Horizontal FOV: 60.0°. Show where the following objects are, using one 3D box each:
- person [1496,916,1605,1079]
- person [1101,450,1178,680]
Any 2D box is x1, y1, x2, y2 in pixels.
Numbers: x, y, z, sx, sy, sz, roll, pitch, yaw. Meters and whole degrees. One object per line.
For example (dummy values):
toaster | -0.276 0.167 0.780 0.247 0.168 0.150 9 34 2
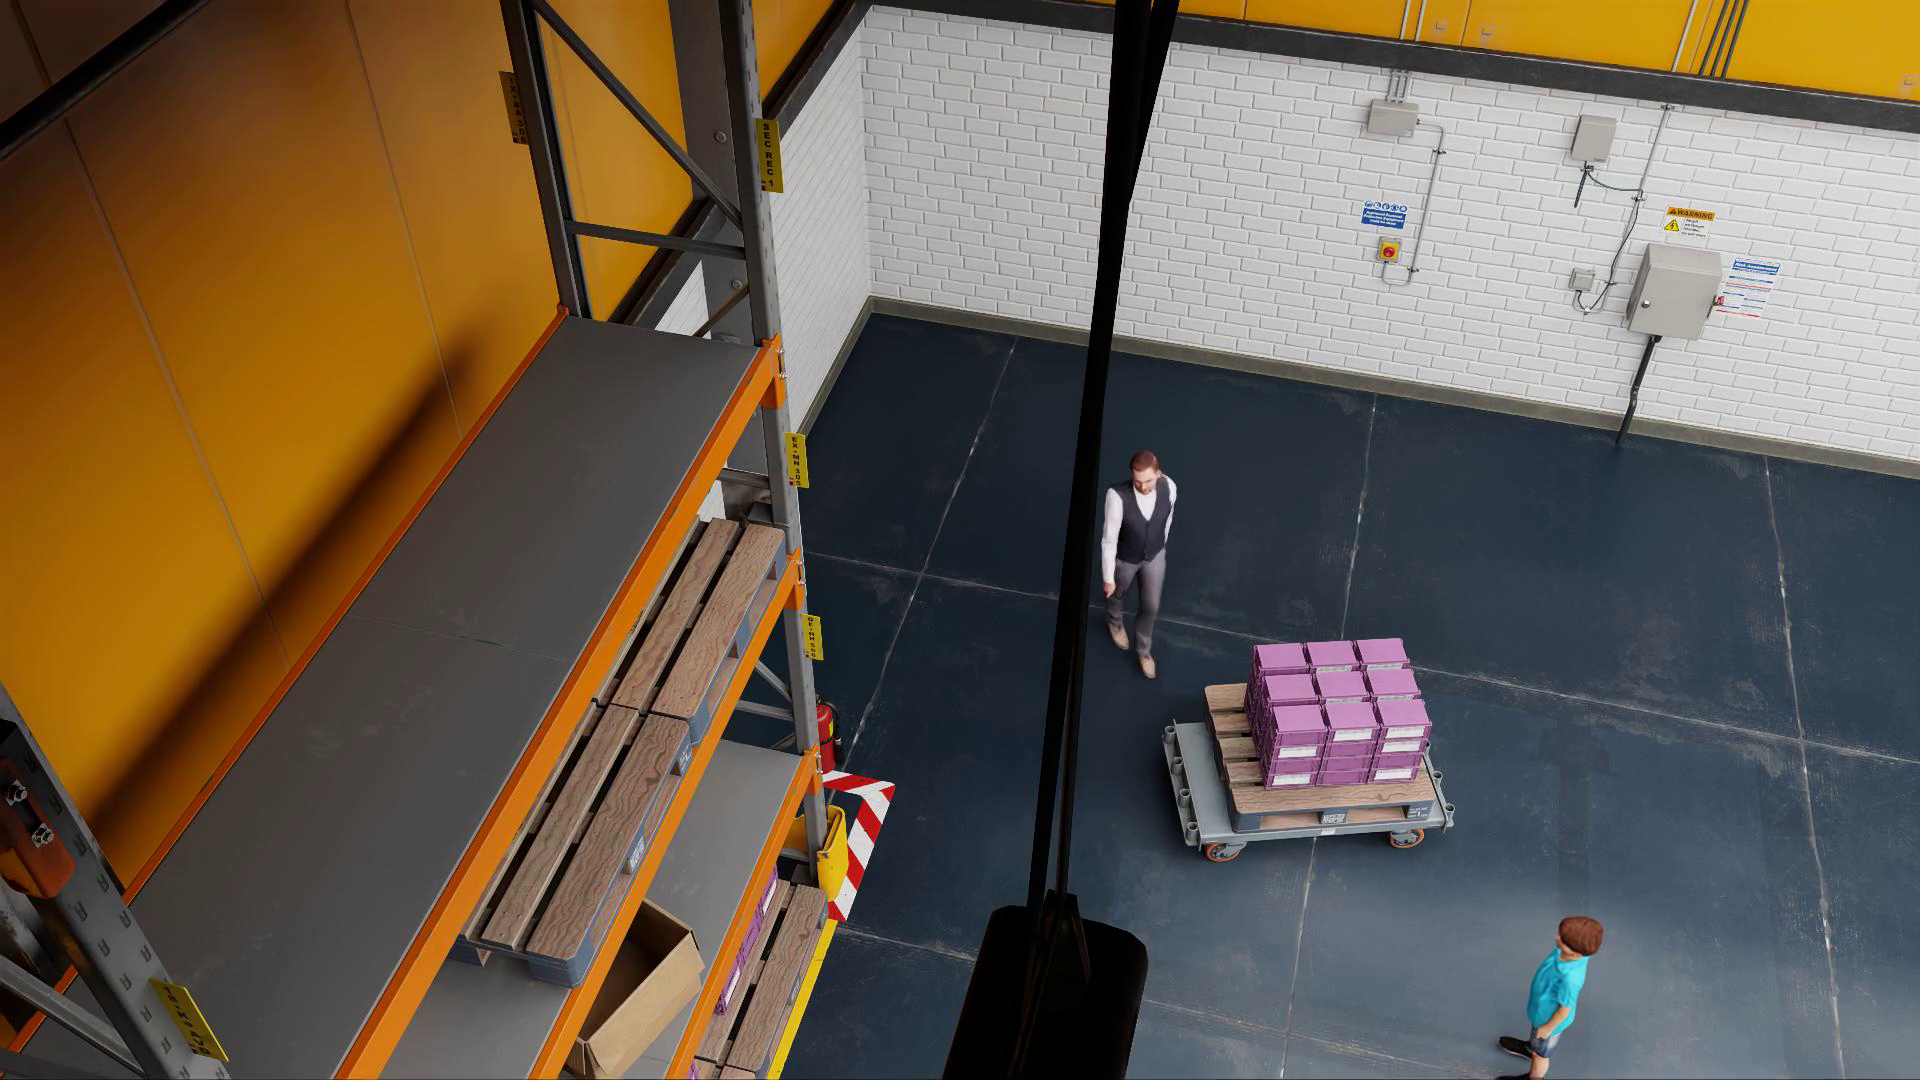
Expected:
person | 3.106 2.418 8.690 0.582 1.449 0.407 12 45 12
person | 1.134 0.024 10.869 0.898 1.909 1.011 -14 45 -14
